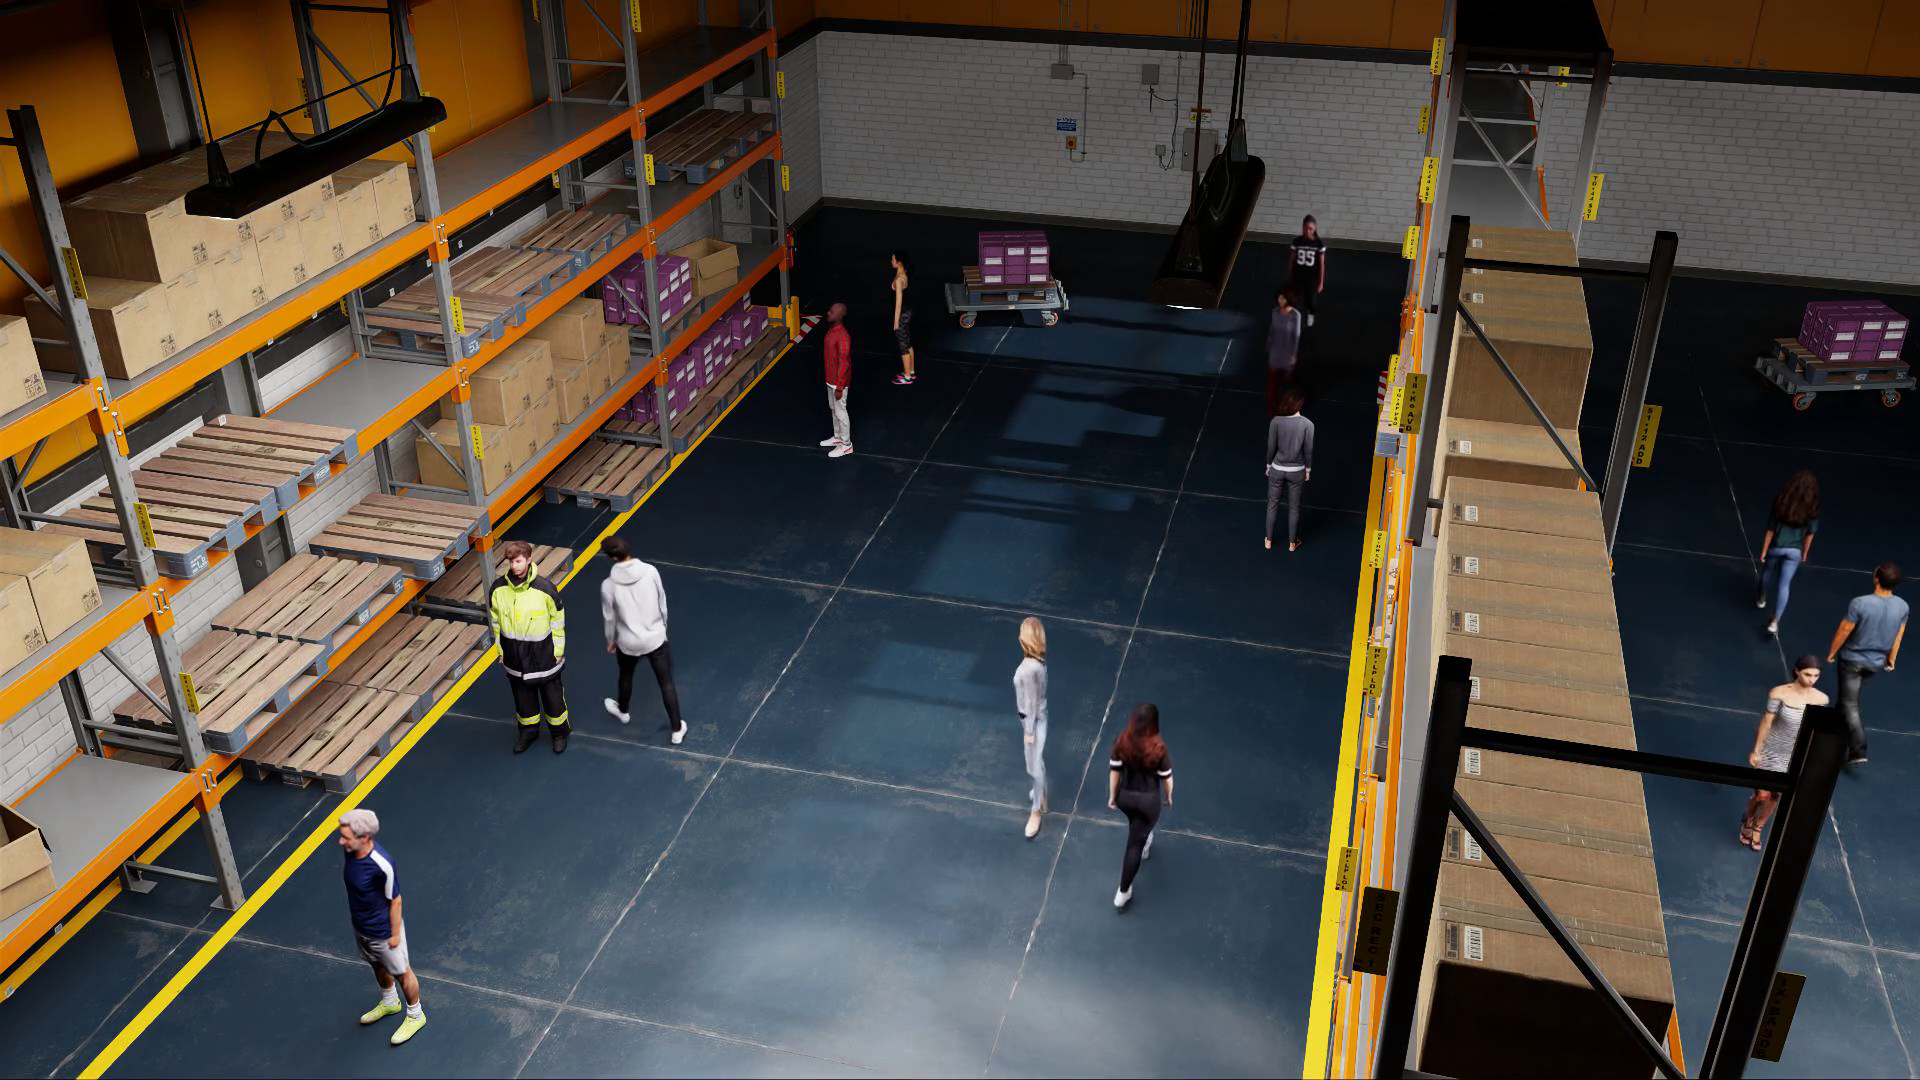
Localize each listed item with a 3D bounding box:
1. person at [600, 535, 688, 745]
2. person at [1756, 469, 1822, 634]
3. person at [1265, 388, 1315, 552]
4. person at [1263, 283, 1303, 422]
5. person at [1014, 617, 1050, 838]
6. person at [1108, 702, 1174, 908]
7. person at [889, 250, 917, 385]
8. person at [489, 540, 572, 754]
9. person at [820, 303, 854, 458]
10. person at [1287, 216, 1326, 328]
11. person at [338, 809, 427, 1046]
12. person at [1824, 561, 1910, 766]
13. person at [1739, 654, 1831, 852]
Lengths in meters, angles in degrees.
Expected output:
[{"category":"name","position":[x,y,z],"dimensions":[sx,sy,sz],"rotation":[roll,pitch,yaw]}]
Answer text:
[{"category":"person","position":[-2.662,0.868,14.027],"dimensions":[1.092,1.867,1.176],"rotation":[-8,30,-15]},{"category":"person","position":[7.781,0.136,15.673],"dimensions":[0.697,1.577,1.133],"rotation":[11,31,20]},{"category":"person","position":[3.361,-0.727,17.057],"dimensions":[0.610,1.768,0.498],"rotation":[8,30,14]},{"category":"person","position":[3.922,-2.264,19.951],"dimensions":[0.819,1.693,1.020],"rotation":[21,35,34]},{"category":"person","position":[0.591,1.479,13.013],"dimensions":[0.814,1.766,0.485],"rotation":[-2,29,-4]},{"category":"person","position":[1.303,1.978,12.281],"dimensions":[0.693,1.591,1.120],"rotation":[11,30,19]},{"category":"person","position":[-0.708,-2.805,20.914],"dimensions":[0.628,1.722,0.477],"rotation":[5,29,10]},{"category":"person","position":[-3.577,0.878,13.888],"dimensions":[0.820,1.983,0.726],"rotation":[1,29,2]},{"category":"person","position":[-1.402,-1.869,19.096],"dimensions":[0.818,1.819,0.722],"rotation":[-10,30,-18]},{"category":"person","position":[4.620,-3.477,22.159],"dimensions":[0.681,1.709,1.043],"rotation":[10,30,18]},{"category":"person","position":[-3.858,2.521,11.027],"dimensions":[0.707,1.839,0.681],"rotation":[19,34,31]},{"category":"person","position":[7.527,1.042,13.800],"dimensions":[0.866,1.779,1.206],"rotation":[-1,29,-1]},{"category":"person","position":[6.264,1.598,12.748],"dimensions":[0.656,1.812,0.626],"rotation":[3,29,6]}]
